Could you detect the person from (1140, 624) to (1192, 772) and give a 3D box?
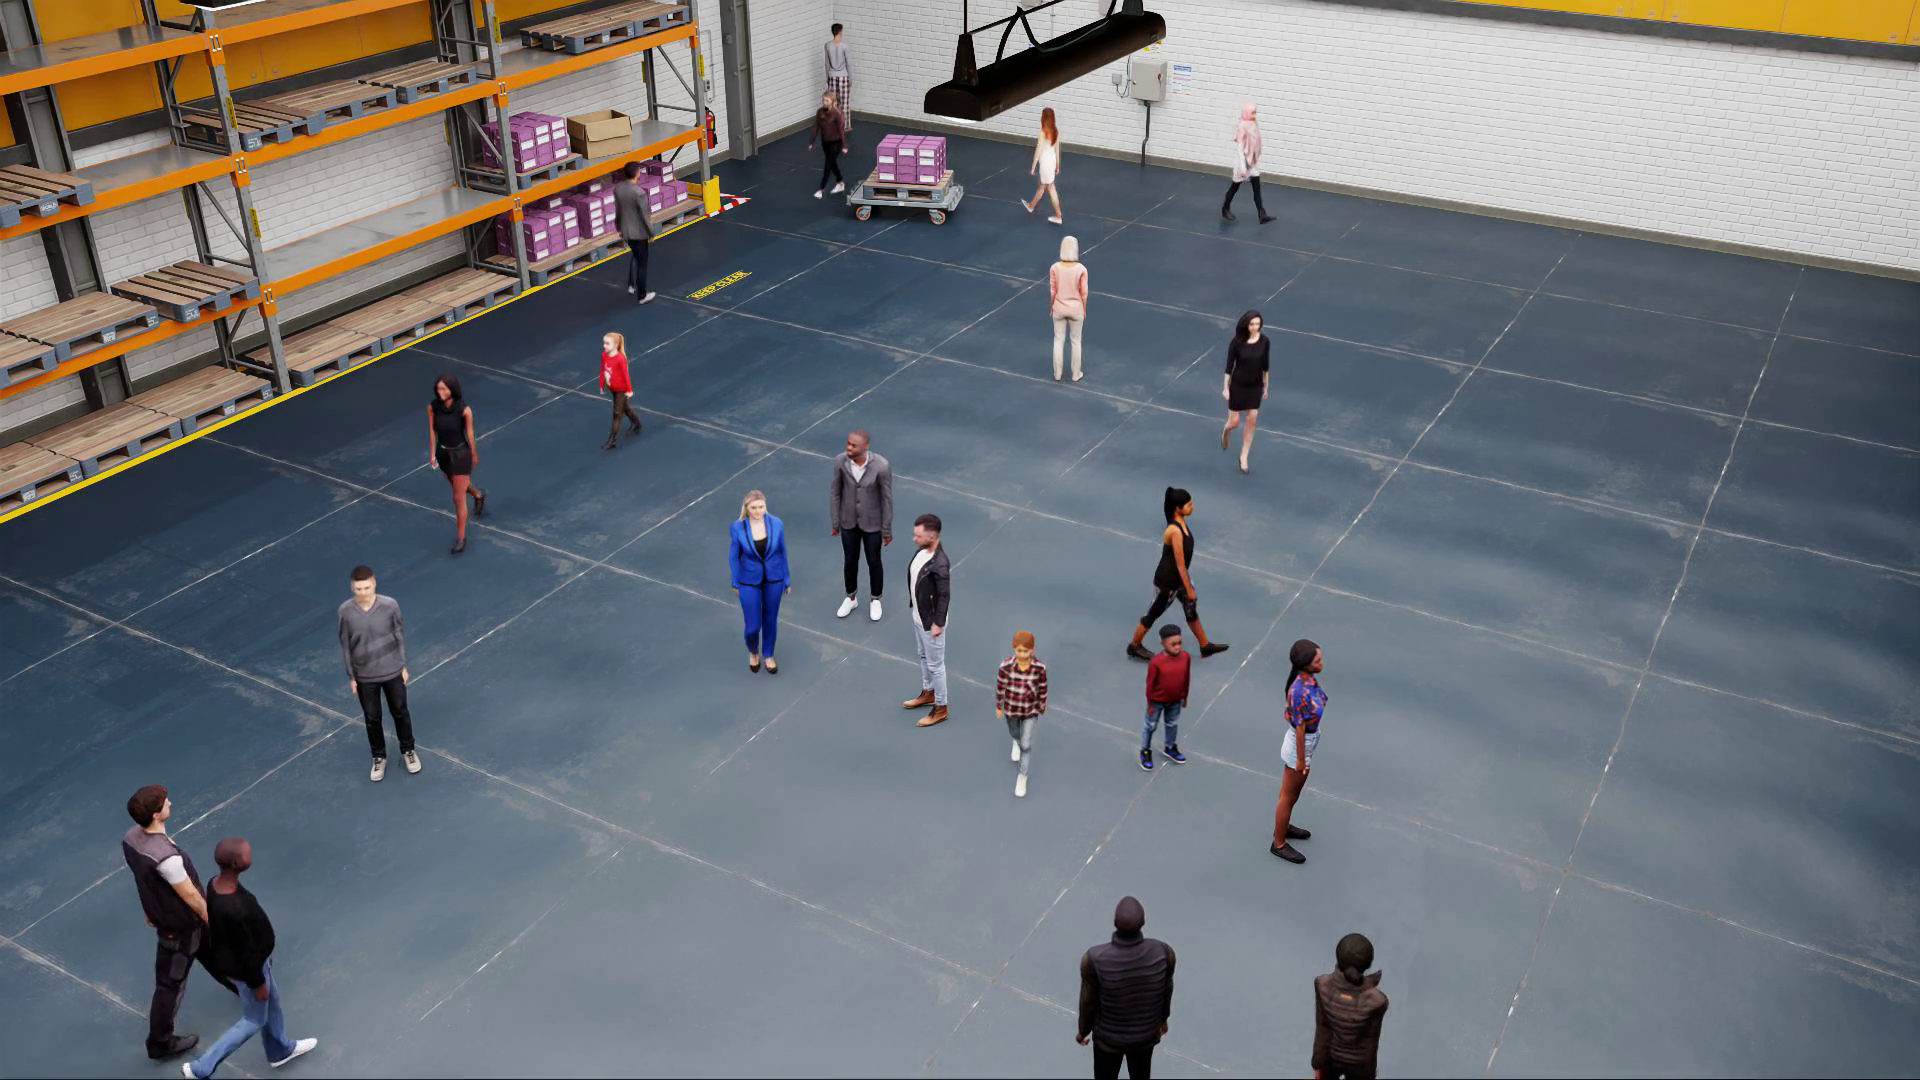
[{"bbox_3d":[1.565,1.181,12.716,0.582,1.250,0.646,-8,30,-14],"label":"person"}]

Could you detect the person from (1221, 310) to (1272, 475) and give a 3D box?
[{"bbox_3d":[2.933,-1.567,17.189,0.809,1.792,0.877,-4,29,-8],"label":"person"}]

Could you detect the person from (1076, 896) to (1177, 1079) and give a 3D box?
[{"bbox_3d":[0.916,2.729,9.268,0.776,1.835,0.808,-5,29,-8],"label":"person"}]

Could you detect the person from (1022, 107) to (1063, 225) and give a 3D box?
[{"bbox_3d":[1.355,-5.468,24.467,0.816,1.671,1.086,24,37,37],"label":"person"}]

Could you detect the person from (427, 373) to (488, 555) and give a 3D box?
[{"bbox_3d":[-4.785,-0.802,15.871,0.813,1.711,1.229,7,29,12],"label":"person"}]

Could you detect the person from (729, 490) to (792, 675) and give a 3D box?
[{"bbox_3d":[-1.677,0.318,13.840,0.703,1.691,0.784,-10,30,-18],"label":"person"}]

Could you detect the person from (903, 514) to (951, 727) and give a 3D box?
[{"bbox_3d":[-0.230,0.603,13.165,0.768,1.835,0.736,-11,30,-19],"label":"person"}]

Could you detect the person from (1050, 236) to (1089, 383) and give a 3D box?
[{"bbox_3d":[1.253,-2.683,19.306,0.660,1.724,0.626,5,29,9],"label":"person"}]

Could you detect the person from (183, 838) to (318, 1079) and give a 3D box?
[{"bbox_3d":[-4.268,2.533,9.746,1.086,1.722,0.866,-23,36,-36],"label":"person"}]

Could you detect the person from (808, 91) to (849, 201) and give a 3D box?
[{"bbox_3d":[-1.939,-6.084,25.617,0.765,1.651,1.068,19,34,31],"label":"person"}]

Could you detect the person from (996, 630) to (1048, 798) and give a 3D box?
[{"bbox_3d":[0.466,1.222,12.607,0.750,1.284,0.988,4,29,8],"label":"person"}]

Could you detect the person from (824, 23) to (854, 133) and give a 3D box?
[{"bbox_3d":[-2.123,-8.085,29.081,0.683,1.847,0.616,8,30,14],"label":"person"}]

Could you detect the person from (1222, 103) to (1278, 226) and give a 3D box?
[{"bbox_3d":[4.111,-5.506,24.452,0.903,1.751,1.161,24,37,37],"label":"person"}]

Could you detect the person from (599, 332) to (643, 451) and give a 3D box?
[{"bbox_3d":[-3.635,-1.643,17.894,0.554,1.249,0.927,19,34,31],"label":"person"}]

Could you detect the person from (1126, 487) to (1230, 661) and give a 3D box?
[{"bbox_3d":[1.681,0.324,13.901,0.855,1.620,1.091,7,29,13],"label":"person"}]

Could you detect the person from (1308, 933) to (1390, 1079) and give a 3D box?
[{"bbox_3d":[2.213,2.815,9.327,0.669,1.628,1.122,13,31,22],"label":"person"}]

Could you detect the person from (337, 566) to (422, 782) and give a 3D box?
[{"bbox_3d":[-4.389,0.981,12.547,0.680,1.764,0.760,-10,30,-18],"label":"person"}]

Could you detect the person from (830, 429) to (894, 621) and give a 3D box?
[{"bbox_3d":[-0.853,-0.160,14.585,0.773,1.816,0.693,7,29,12],"label":"person"}]

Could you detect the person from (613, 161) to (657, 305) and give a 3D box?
[{"bbox_3d":[-4.241,-3.937,21.464,0.704,1.859,0.627,16,32,27],"label":"person"}]

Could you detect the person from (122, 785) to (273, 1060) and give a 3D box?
[{"bbox_3d":[-4.795,2.329,10.029,1.191,1.810,0.850,-25,37,-38],"label":"person"}]

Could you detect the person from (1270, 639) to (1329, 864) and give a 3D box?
[{"bbox_3d":[2.377,1.455,11.700,0.692,1.743,0.527,8,30,15],"label":"person"}]
